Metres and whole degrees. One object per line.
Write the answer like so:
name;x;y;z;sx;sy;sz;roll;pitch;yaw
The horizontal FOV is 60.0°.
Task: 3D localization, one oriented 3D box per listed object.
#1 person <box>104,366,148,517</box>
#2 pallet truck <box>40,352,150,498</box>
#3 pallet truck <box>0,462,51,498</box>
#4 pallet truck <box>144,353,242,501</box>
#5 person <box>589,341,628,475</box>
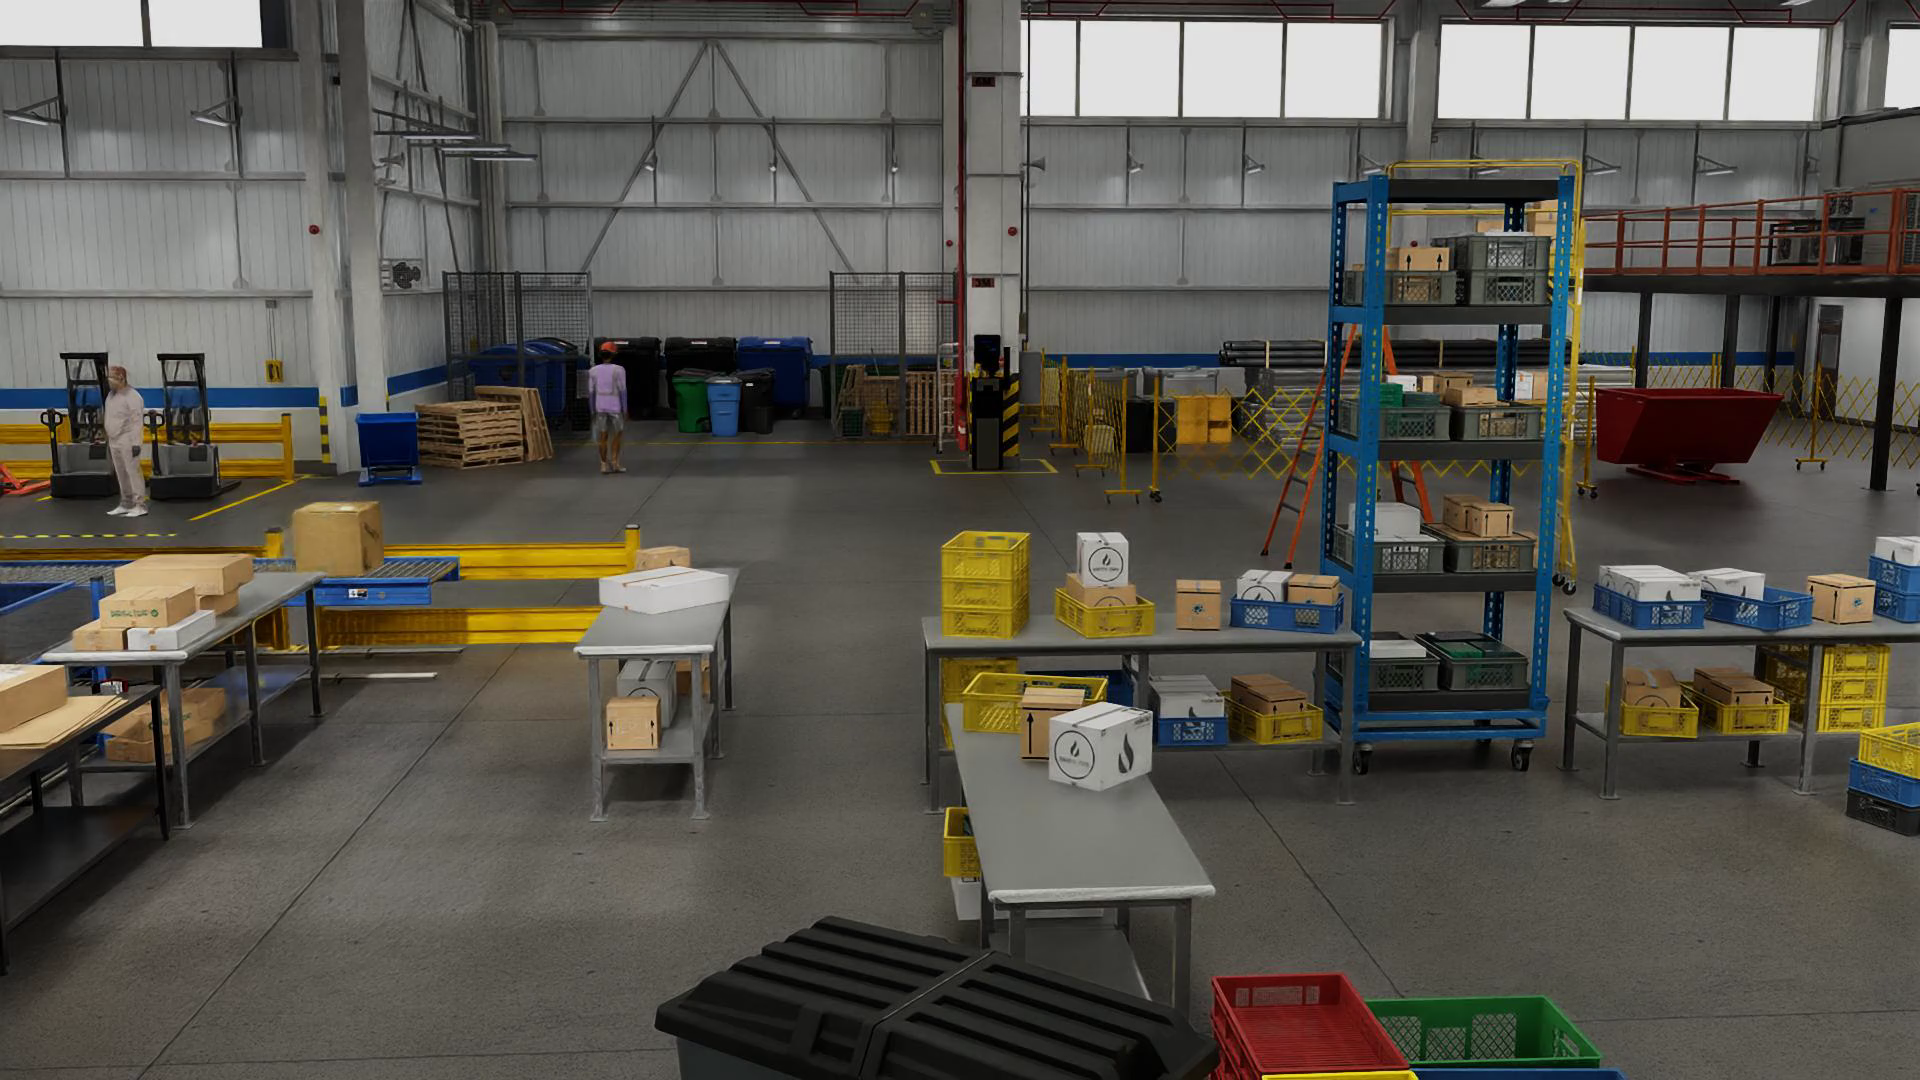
person;-10.524;-1.237;20.905;0.652;1.906;0.403;6;11;34
pallet truck;-11.907;-1.642;23.165;0.823;1.965;1.885;0;9;0
pallet truck;-13.193;-1.293;23.148;0.653;1.274;1.630;-1;9;-4
pallet truck;-10.520;-1.604;22.925;0.823;1.965;1.885;-1;9;-6
person;-5.332;-2.006;25.346;0.633;2.025;0.468;3;9;16
